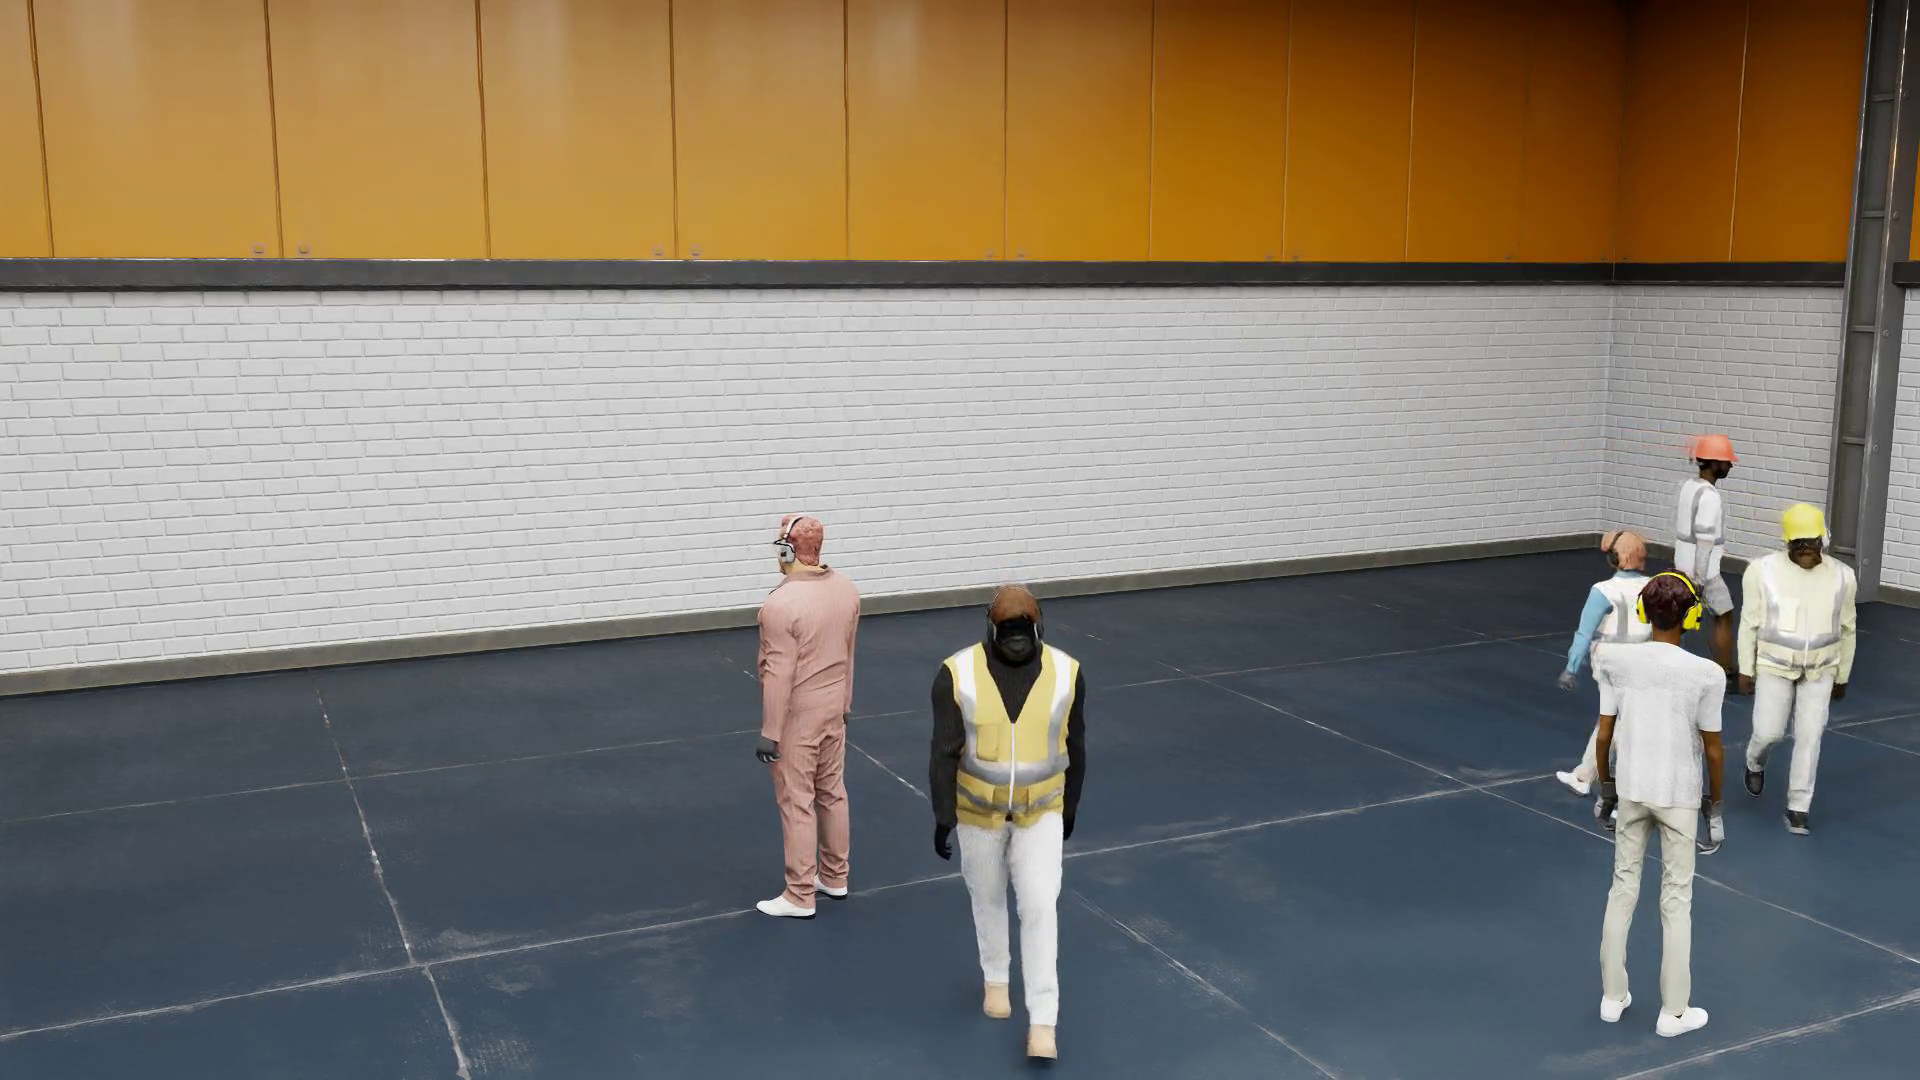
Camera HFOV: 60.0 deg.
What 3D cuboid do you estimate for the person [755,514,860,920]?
[{"bbox_3d":[-0.750,0.826,7.862,0.408,1.906,0.654,5,11,31],"label":"person"}]

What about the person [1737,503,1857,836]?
[{"bbox_3d":[4.564,0.673,9.114,0.606,1.808,0.578,2,9,13],"label":"person"}]

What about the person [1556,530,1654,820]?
[{"bbox_3d":[3.600,0.740,9.305,0.532,1.600,0.807,-6,11,-31],"label":"person"}]

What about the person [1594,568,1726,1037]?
[{"bbox_3d":[2.793,1.039,6.641,0.513,1.876,0.328,8,12,40],"label":"person"}]

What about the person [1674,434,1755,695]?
[{"bbox_3d":[5.282,0.176,11.937,0.976,1.899,0.544,0,9,2],"label":"person"}]

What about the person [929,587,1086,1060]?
[{"bbox_3d":[0.196,1.094,6.508,0.626,1.802,0.897,0,9,-1],"label":"person"}]
